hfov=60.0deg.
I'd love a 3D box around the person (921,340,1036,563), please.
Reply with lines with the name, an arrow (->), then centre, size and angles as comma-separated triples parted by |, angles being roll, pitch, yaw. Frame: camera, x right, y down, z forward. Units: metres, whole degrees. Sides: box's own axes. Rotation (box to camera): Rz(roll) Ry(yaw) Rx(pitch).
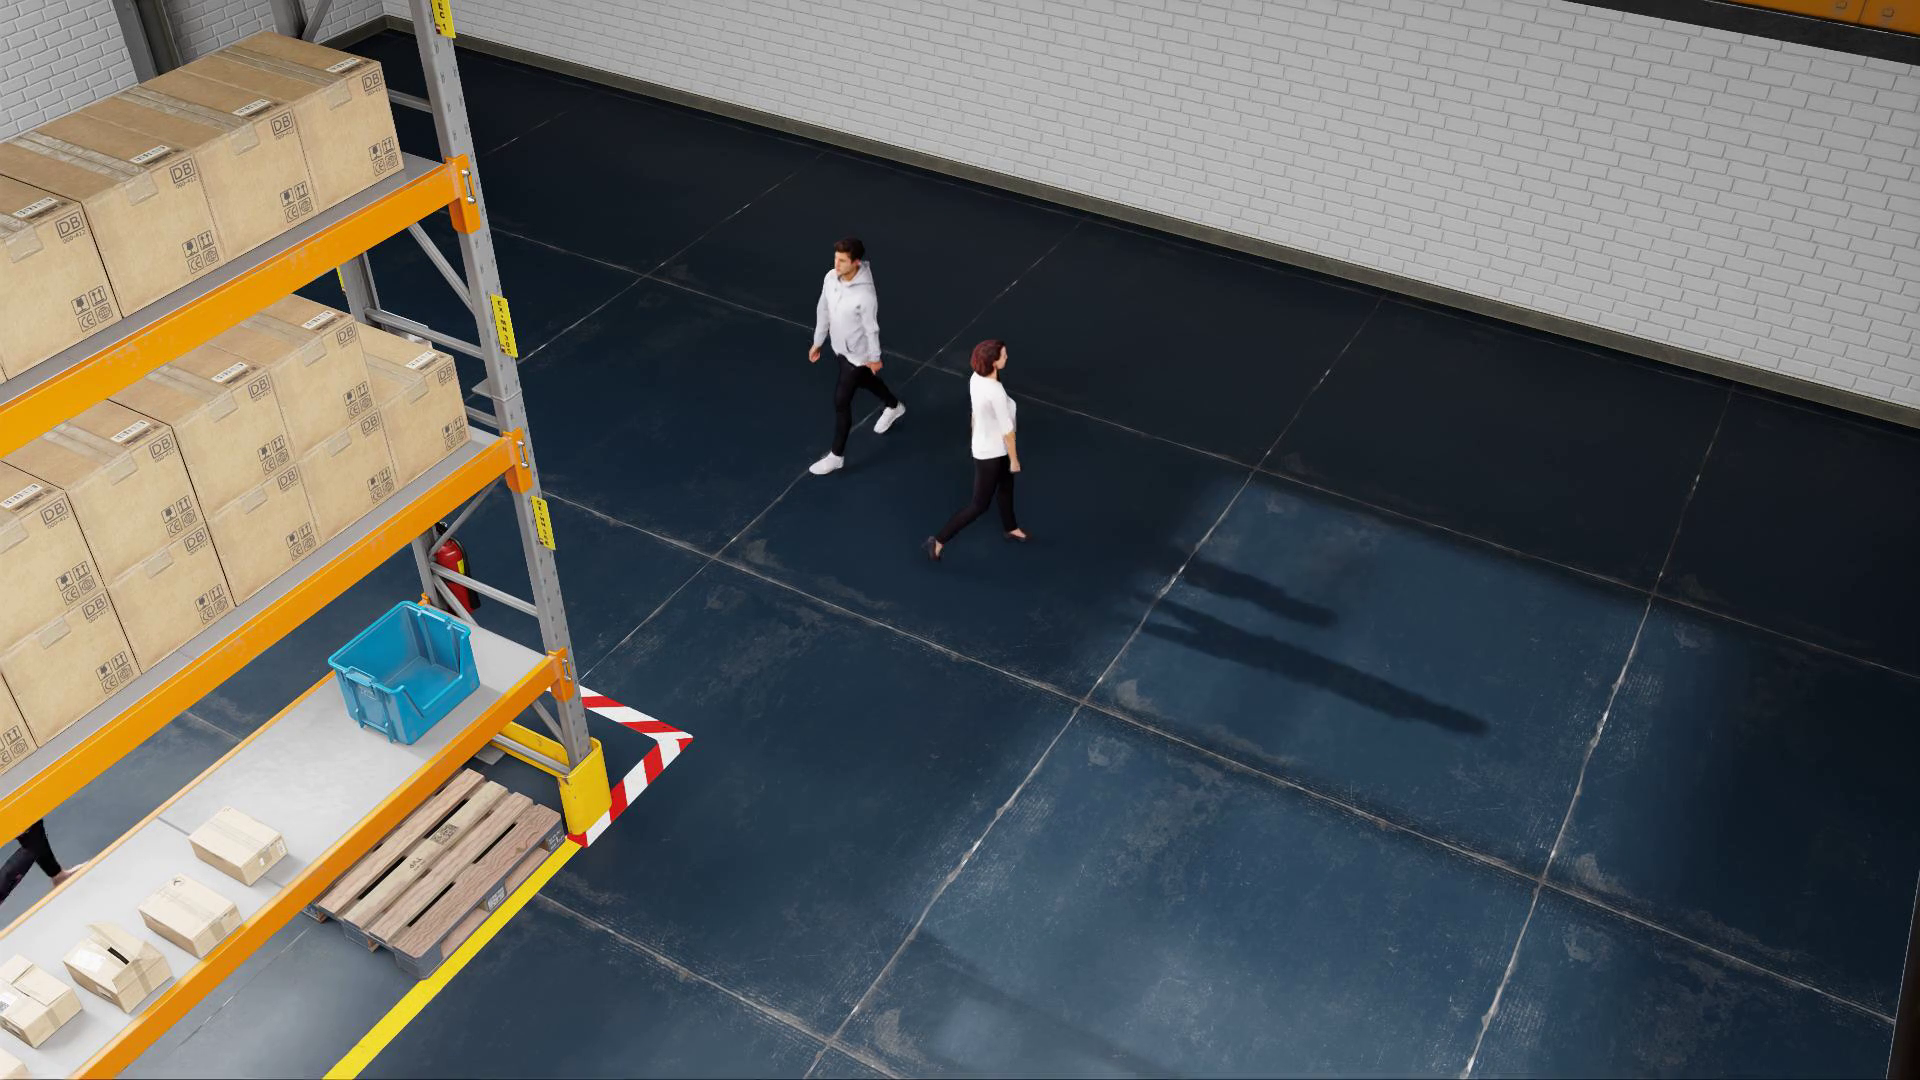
person -> 0.126, -0.554, 11.511 | 1.157, 1.764, 1.068 | -11, 40, -14

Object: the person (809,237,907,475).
person -> -0.733, -1.473, 12.568 | 1.362, 1.881, 0.989 | -28, 46, -30
